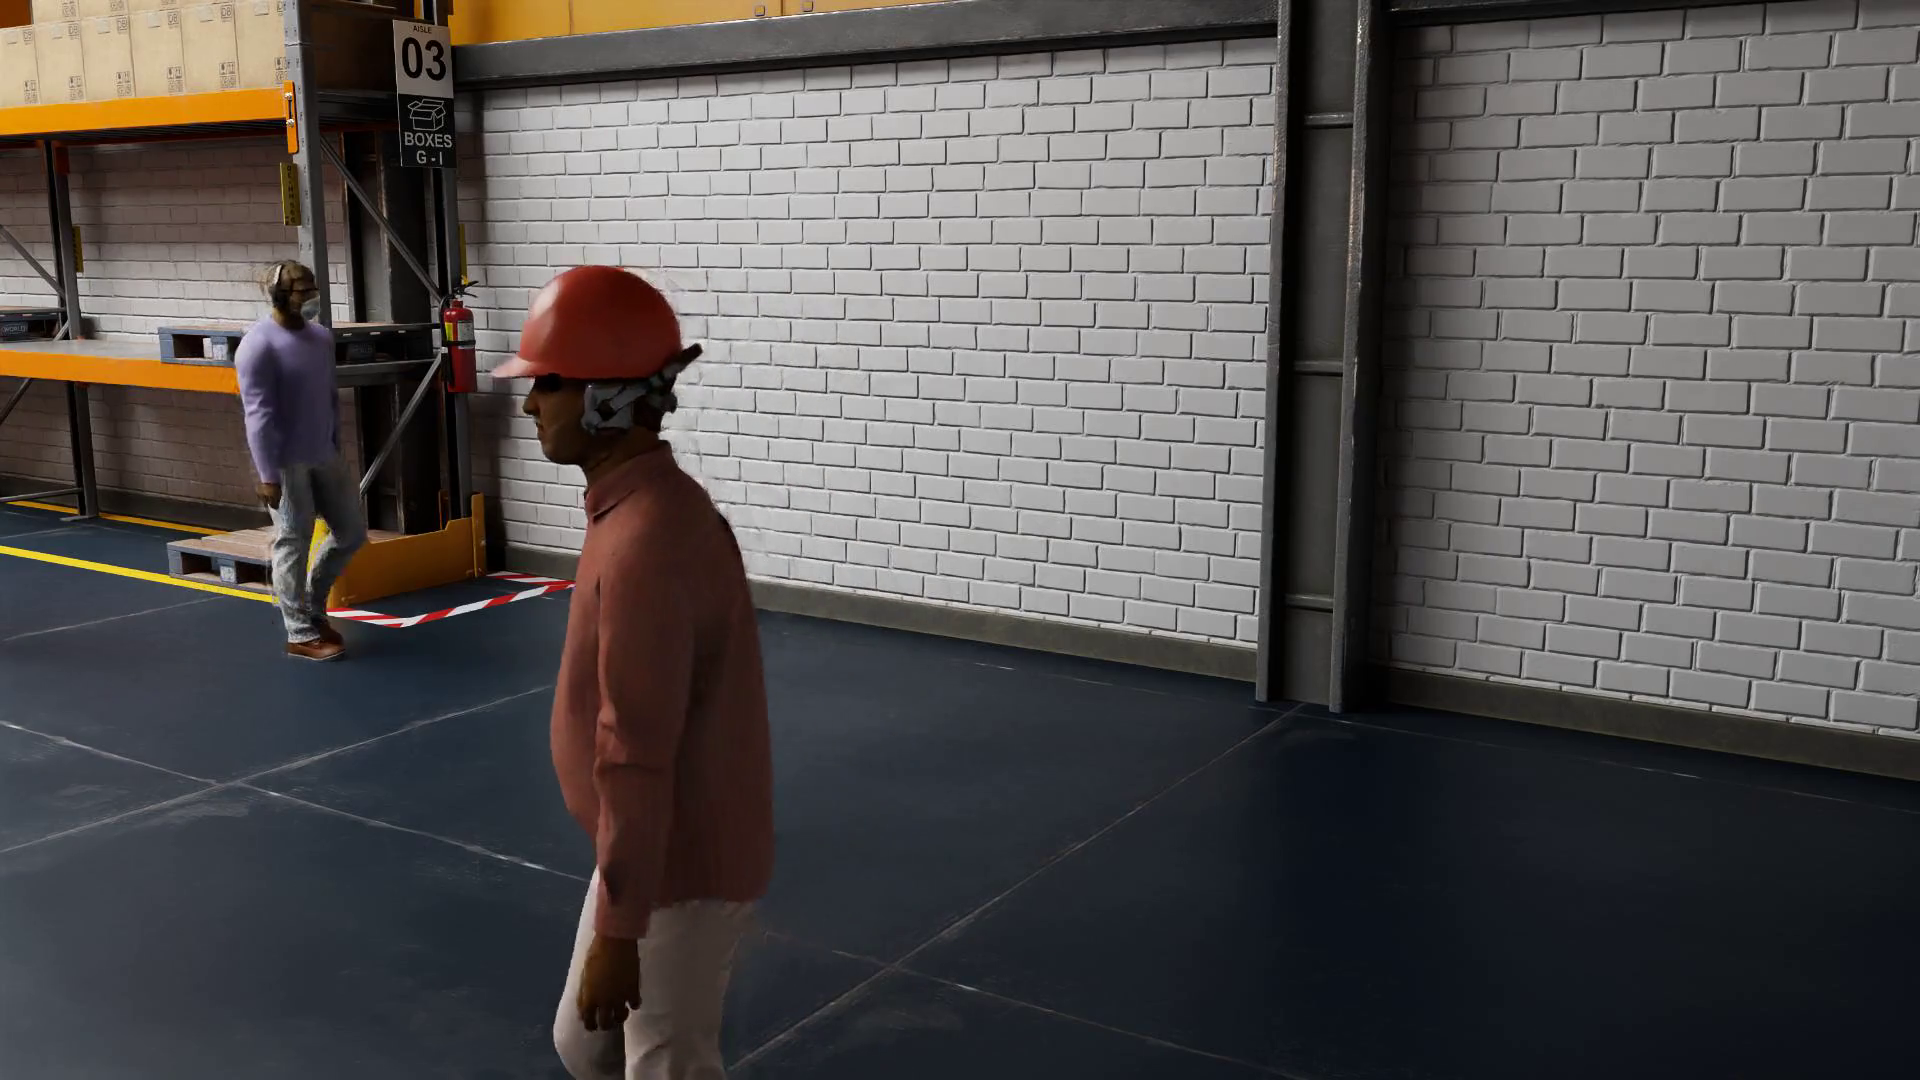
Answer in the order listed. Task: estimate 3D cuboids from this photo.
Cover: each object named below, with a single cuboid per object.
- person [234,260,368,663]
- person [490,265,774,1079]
[{"bbox_3d":[-3.120,-0.358,7.921,0.438,1.928,0.652,3,11,17],"label":"person"},{"bbox_3d":[-0.534,0.534,2.827,0.428,1.980,0.618,-2,11,-14],"label":"person"}]
